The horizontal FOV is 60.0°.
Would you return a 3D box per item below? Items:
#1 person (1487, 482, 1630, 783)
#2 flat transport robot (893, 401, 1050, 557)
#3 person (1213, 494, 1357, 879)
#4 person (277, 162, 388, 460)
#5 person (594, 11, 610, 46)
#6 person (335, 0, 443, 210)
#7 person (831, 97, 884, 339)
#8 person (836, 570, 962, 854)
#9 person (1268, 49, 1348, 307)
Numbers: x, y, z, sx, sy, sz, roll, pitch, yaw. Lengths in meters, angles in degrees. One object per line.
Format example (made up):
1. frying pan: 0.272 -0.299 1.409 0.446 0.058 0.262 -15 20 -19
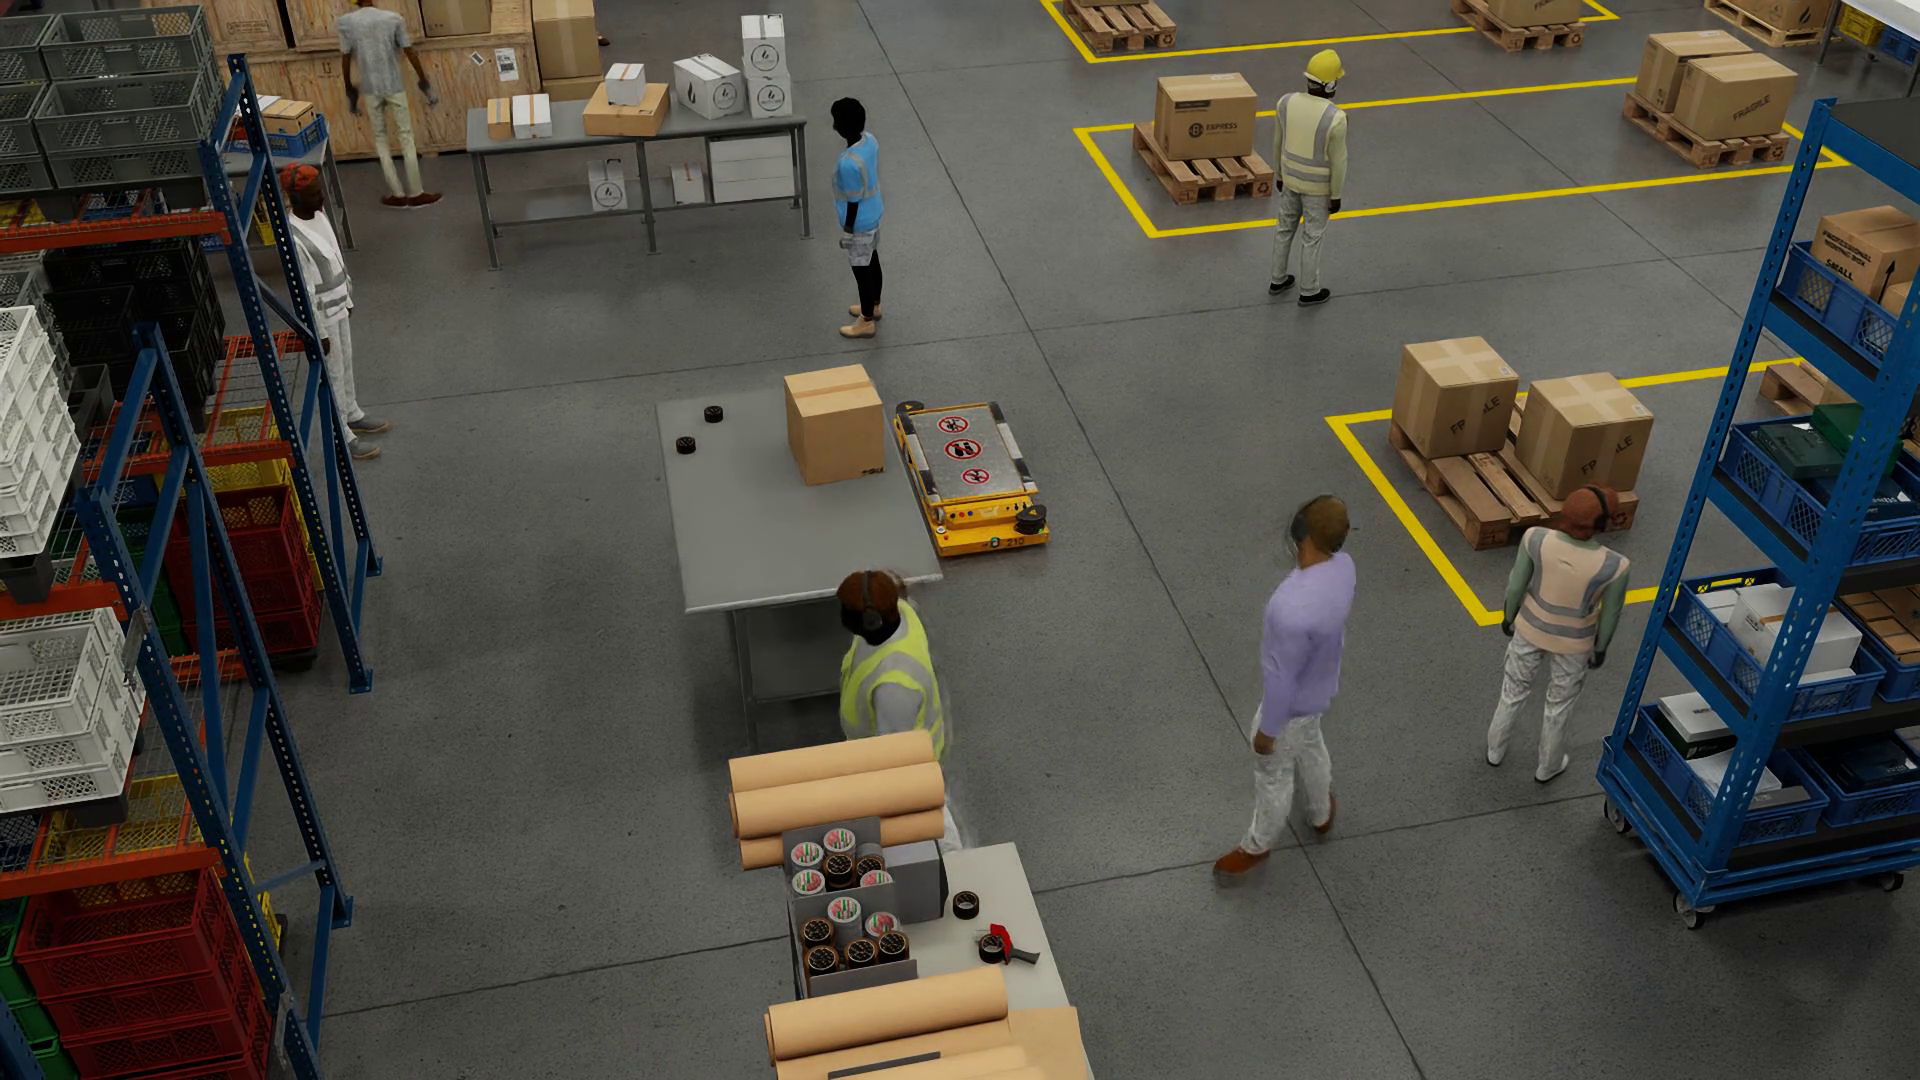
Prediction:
1. person: 2.783 0.445 7.795 0.515 1.636 0.315 22 42 27
2. flat transport robot: 0.046 -0.430 10.108 0.652 0.197 1.431 -8 37 -10
3. person: 1.489 0.678 7.276 0.385 1.895 0.732 19 41 24
4. person: -3.824 -1.383 10.048 0.337 1.882 0.584 -2 37 -3
5. person: -3.663 -5.569 15.652 0.407 1.913 0.641 29 46 33
6. person: -4.429 -3.483 12.905 0.650 1.850 0.376 -8 37 -11
7. person: -0.690 -2.179 11.275 0.321 1.692 0.529 8 37 10
8. person: -0.360 0.912 7.030 0.902 1.789 0.752 -5 37 -7
9. person: 2.446 -2.520 11.618 0.404 1.833 0.586 -29 45 -33
